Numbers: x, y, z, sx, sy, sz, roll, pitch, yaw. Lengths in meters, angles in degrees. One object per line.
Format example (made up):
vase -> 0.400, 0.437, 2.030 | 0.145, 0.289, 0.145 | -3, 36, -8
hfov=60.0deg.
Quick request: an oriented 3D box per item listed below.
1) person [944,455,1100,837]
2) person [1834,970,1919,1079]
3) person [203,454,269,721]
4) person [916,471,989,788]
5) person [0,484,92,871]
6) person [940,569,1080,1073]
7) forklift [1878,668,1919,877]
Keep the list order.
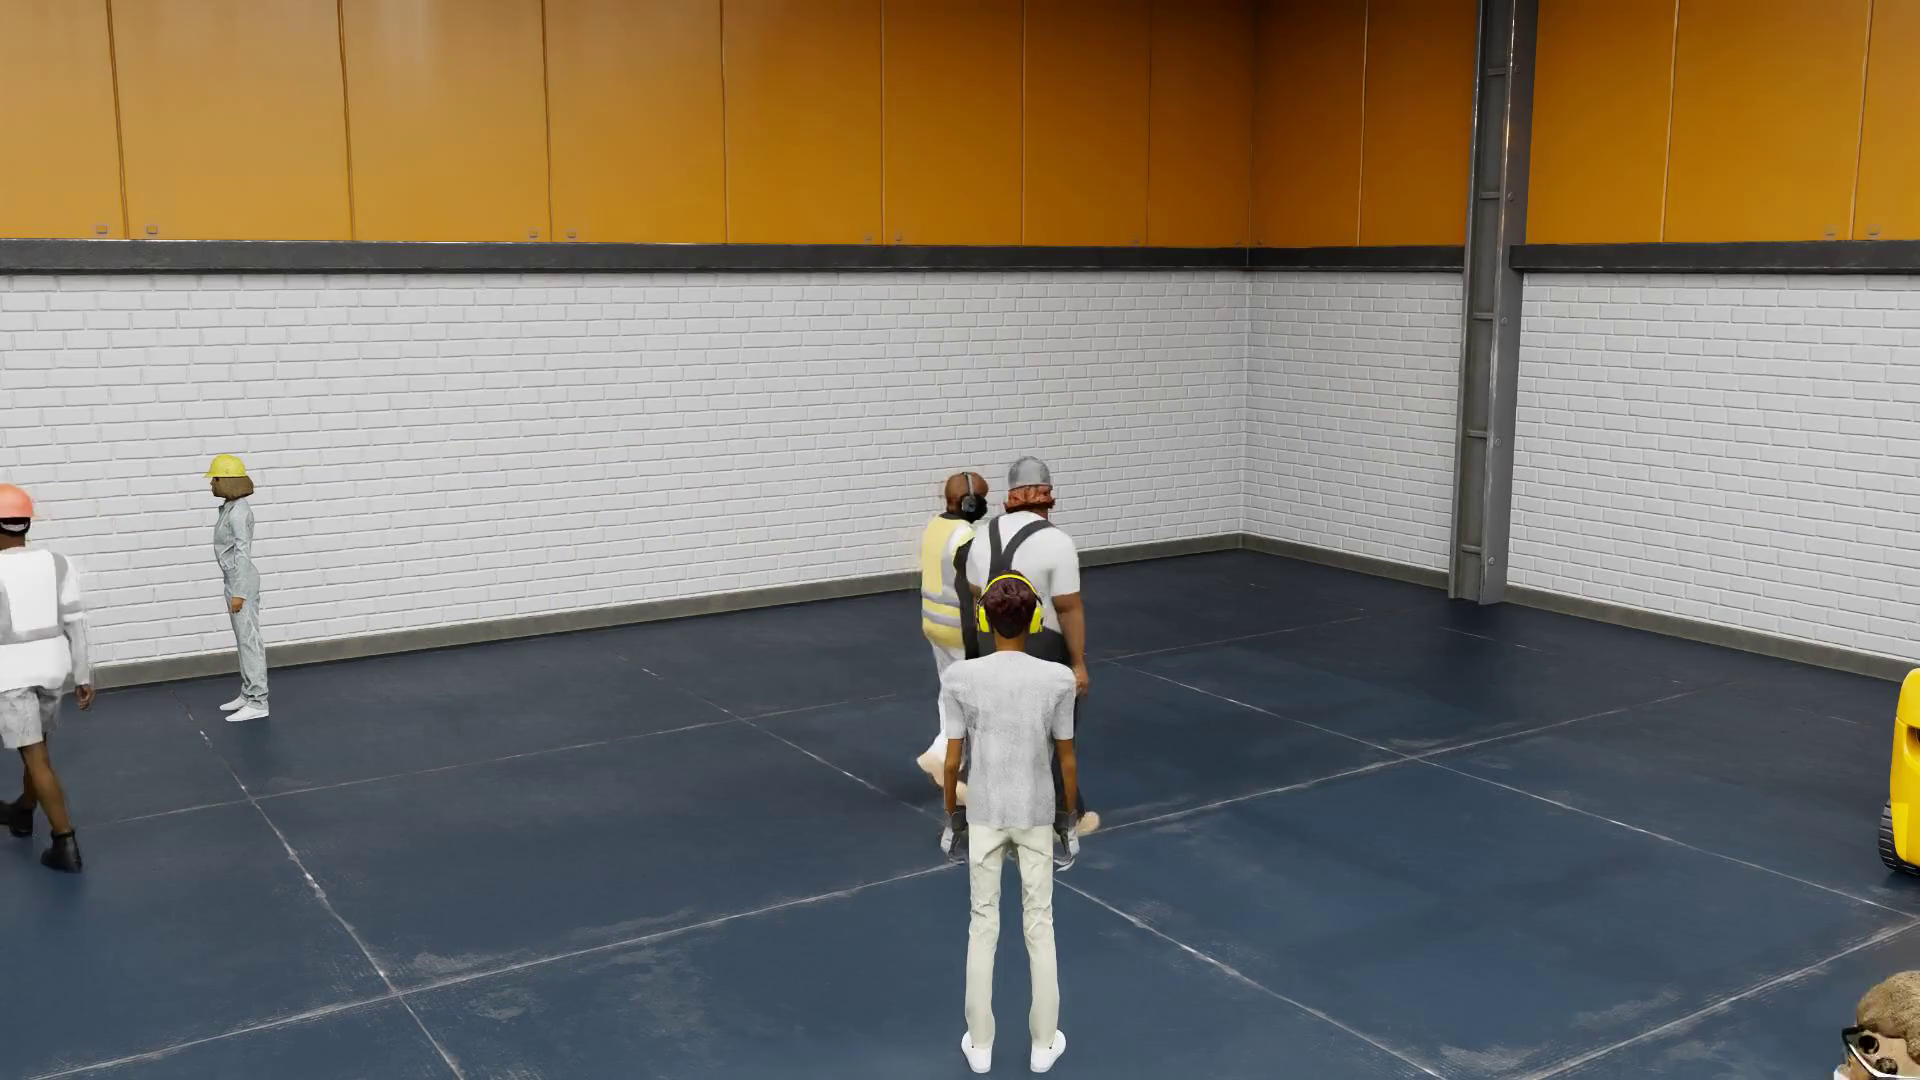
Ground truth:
person -> 0.310, 0.546, 8.517 | 0.779, 2.000, 0.763 | -9, 13, -42
person -> 1.469, 1.582, 2.637 | 0.458, 1.918, 0.652 | 2, 10, 14
person -> -4.728, 0.305, 10.863 | 0.295, 1.744, 0.485 | -5, 11, -27
person -> -0.004, 0.525, 9.299 | 0.452, 1.830, 0.632 | -5, 10, -26
person -> -4.681, 0.666, 8.280 | 0.982, 1.882, 0.555 | 5, 11, 30
person -> 0.183, 1.031, 6.099 | 0.514, 1.876, 0.328 | 0, 9, 3
forklift -> 5.511, 0.571, 7.906 | 2.313, 2.155, 1.214 | -6, 11, -33
